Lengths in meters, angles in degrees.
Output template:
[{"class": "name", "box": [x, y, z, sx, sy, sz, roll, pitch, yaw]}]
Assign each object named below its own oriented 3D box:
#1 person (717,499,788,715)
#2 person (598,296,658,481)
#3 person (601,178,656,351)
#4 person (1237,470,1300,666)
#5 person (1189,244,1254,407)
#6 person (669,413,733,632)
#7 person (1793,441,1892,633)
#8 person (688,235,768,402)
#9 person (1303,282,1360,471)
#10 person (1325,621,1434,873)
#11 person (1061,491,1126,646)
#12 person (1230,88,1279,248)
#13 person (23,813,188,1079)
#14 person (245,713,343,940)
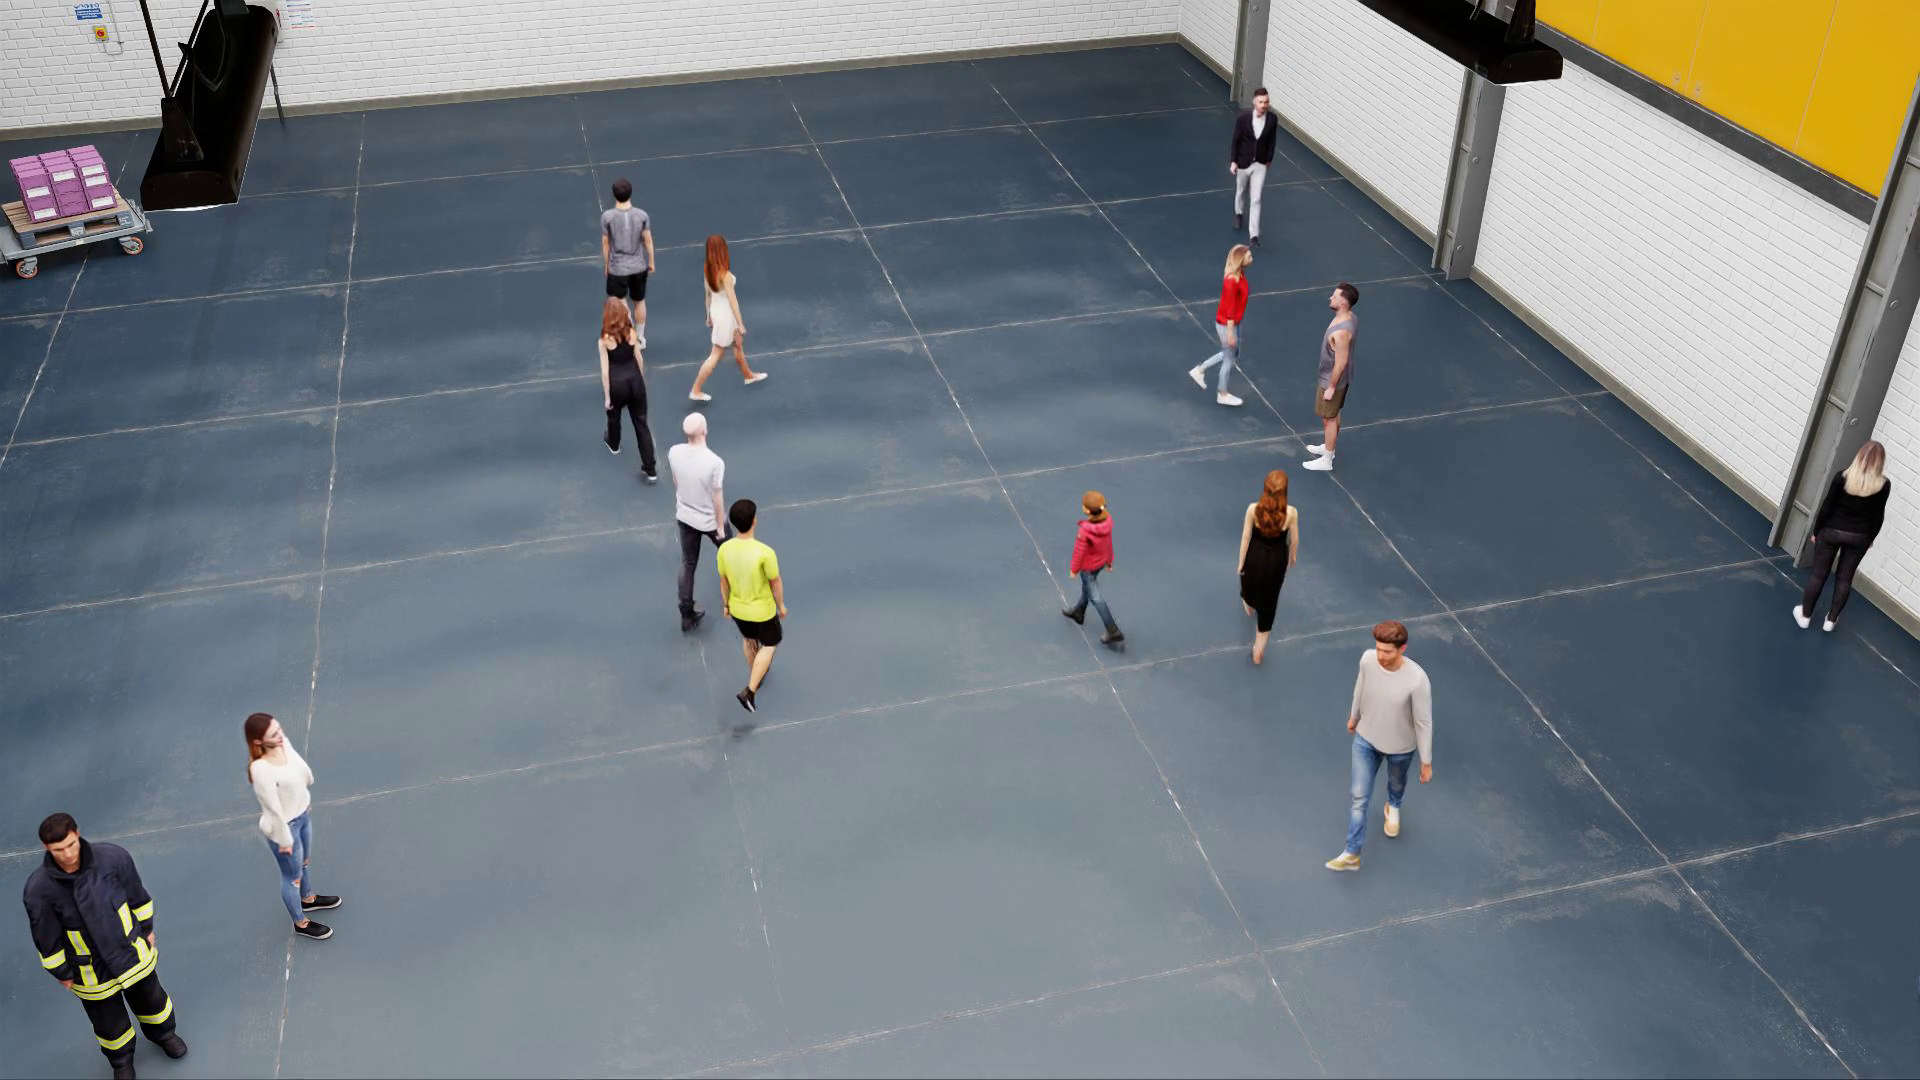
[{"class": "person", "box": [-1.542, 0.516, 12.207, 0.937, 1.689, 1.049, 11, 35, 16]}, {"class": "person", "box": [-2.969, -1.323, 14.969, 0.872, 1.694, 1.211, -20, 39, -27]}, {"class": "person", "box": [-3.378, -2.750, 16.970, 0.682, 1.856, 0.791, -10, 35, -15]}, {"class": "person", "box": [2.337, 0.238, 12.720, 0.879, 1.584, 1.137, 5, 34, 7]}, {"class": "person", "box": [2.537, -2.080, 16.109, 0.891, 1.694, 0.861, 9, 35, 14]}, {"class": "person", "box": [-2.081, -0.106, 13.060, 1.161, 1.780, 1.282, 14, 36, 20]}, {"class": "person", "box": [6.919, -0.026, 13.025, 0.696, 1.686, 0.718, 11, 35, 17]}, {"class": "person", "box": [-2.375, -2.110, 16.175, 0.935, 1.670, 1.167, -23, 40, -30]}, {"class": "person", "box": [3.414, -1.493, 15.130, 0.796, 1.847, 0.689, 11, 35, 16]}, {"class": "person", "box": [2.827, 1.271, 10.938, 1.276, 1.837, 1.311, 18, 38, 25]}, {"class": "person", "box": [1.094, 0.234, 12.994, 0.978, 1.287, 0.804, 27, 42, 34]}, {"class": "person", "box": [3.407, -4.440, 19.572, 0.960, 1.790, 1.311, 2, 34, 4]}, {"class": "person", "box": [-4.833, 2.261, 9.366, 0.883, 1.928, 0.862, -27, 42, -34]}, {"class": "person", "box": [-4.179, 1.751, 10.346, 0.731, 1.692, 0.576, 0, 34, -1]}]
